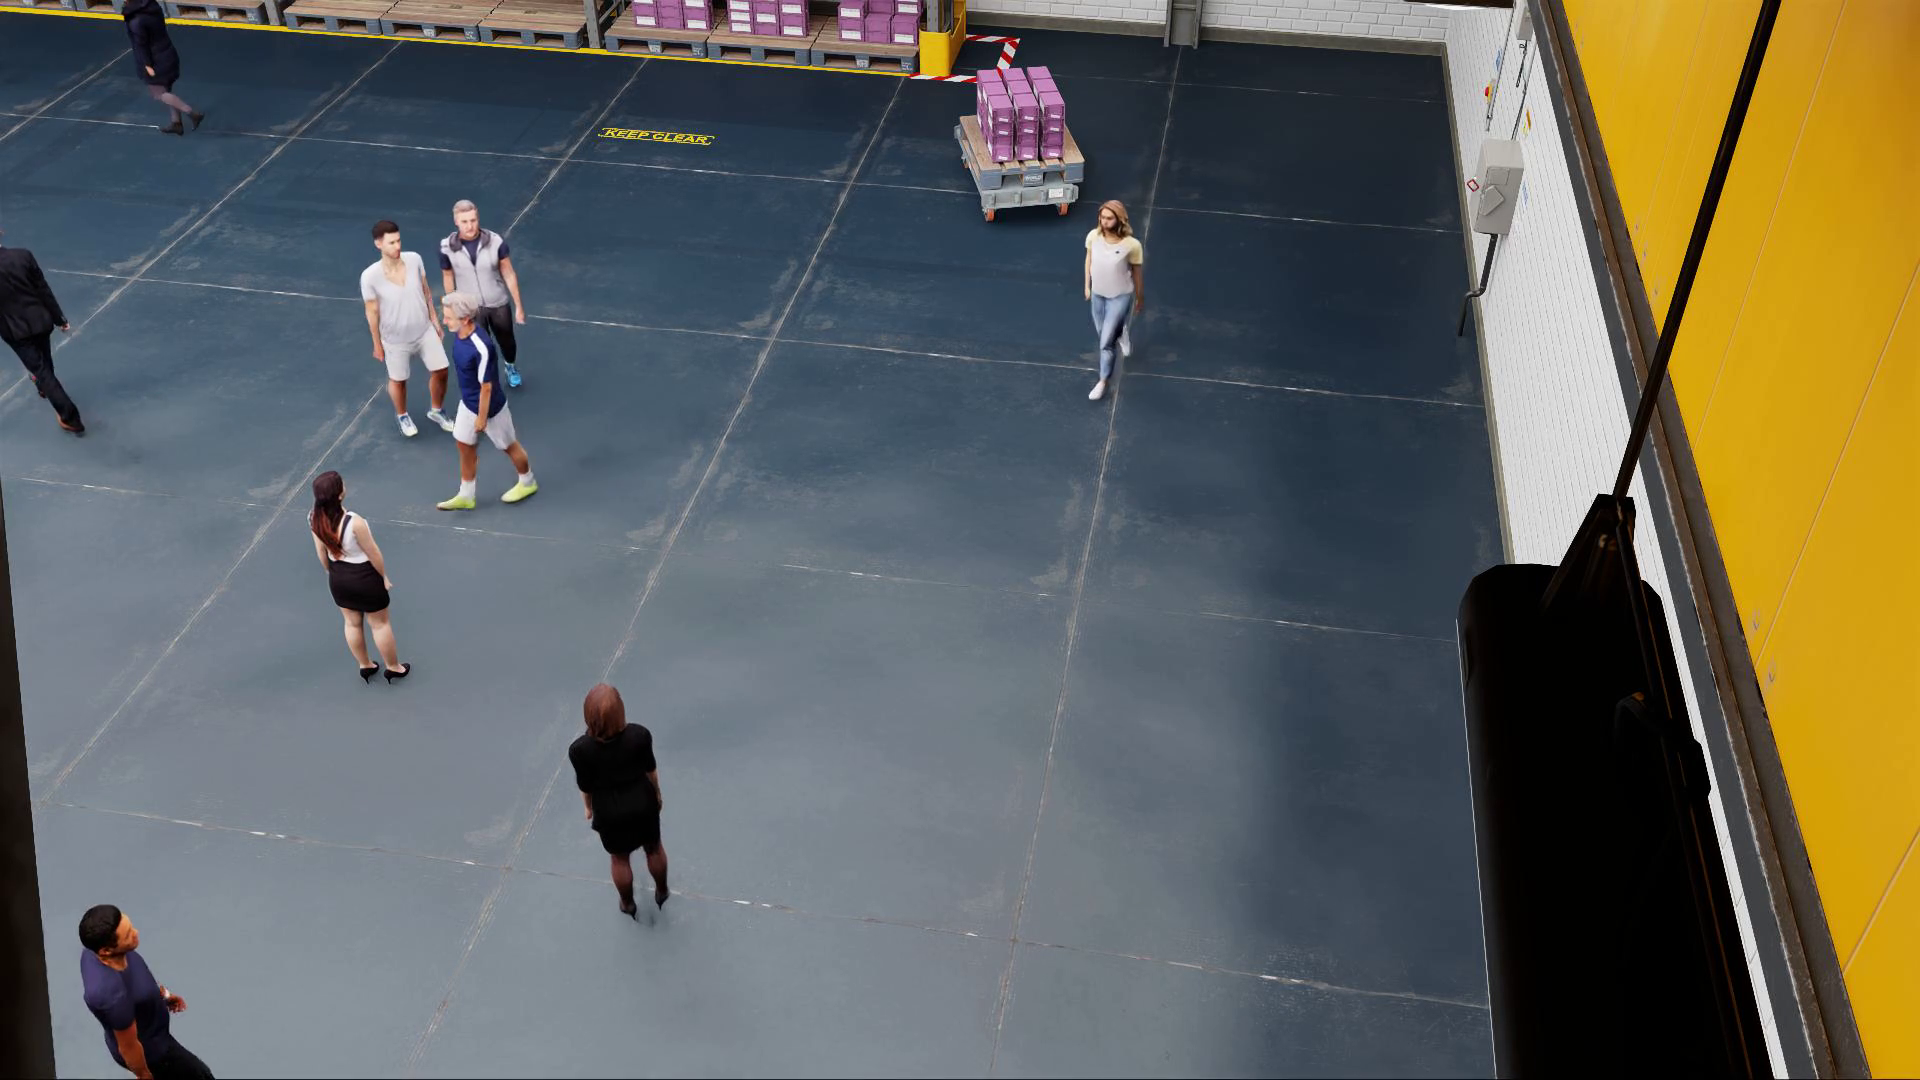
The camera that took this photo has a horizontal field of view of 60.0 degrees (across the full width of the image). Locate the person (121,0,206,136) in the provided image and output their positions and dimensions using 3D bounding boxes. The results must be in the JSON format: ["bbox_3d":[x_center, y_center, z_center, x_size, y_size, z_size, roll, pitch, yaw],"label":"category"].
[{"bbox_3d":[-8.119,-4.910,16.974,0.836,1.665,0.705,2,39,2],"label":"person"}]

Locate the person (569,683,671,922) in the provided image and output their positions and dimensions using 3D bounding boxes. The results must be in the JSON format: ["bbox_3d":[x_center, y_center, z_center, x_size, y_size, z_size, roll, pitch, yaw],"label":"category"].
[{"bbox_3d":[-1.814,1.434,8.997,0.599,1.706,0.719,-13,40,-15],"label":"person"}]

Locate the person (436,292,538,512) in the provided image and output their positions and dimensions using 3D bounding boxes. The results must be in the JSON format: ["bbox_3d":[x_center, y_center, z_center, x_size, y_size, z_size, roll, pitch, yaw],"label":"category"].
[{"bbox_3d":[-3.349,-1.018,11.986,1.049,1.808,1.016,-27,46,-30],"label":"person"}]

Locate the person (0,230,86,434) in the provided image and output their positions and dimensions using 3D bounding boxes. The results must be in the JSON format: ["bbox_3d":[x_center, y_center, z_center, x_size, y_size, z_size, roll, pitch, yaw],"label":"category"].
[{"bbox_3d":[-7.127,-1.600,12.752,1.274,1.761,1.088,28,46,30],"label":"person"}]

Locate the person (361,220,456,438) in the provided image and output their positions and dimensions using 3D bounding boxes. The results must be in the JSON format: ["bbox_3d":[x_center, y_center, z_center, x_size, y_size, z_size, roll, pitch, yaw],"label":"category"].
[{"bbox_3d":[-4.281,-1.640,12.748,0.892,1.830,0.941,-28,46,-31],"label":"person"}]

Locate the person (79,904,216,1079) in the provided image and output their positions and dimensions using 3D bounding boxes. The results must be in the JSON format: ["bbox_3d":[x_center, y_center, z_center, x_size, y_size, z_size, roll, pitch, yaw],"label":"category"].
[{"bbox_3d":[-3.905,2.365,7.778,0.851,1.774,0.792,-21,43,-24],"label":"person"}]

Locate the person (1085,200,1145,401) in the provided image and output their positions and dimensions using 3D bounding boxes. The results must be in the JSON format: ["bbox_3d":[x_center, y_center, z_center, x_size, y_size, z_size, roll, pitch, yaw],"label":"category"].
[{"bbox_3d":[1.249,-1.983,13.285,1.063,1.696,0.920,16,41,19],"label":"person"}]

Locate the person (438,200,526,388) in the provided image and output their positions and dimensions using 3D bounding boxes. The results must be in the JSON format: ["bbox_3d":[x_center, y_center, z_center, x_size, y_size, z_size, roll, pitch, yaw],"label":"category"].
[{"bbox_3d":[-3.718,-1.860,13.052,1.175,1.793,1.110,-12,40,-15],"label":"person"}]

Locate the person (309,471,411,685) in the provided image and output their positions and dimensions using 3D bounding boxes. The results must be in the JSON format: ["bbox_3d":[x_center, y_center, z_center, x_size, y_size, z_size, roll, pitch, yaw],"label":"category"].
[{"bbox_3d":[-3.823,0.252,10.524,0.439,1.649,0.610,5,39,7],"label":"person"}]
